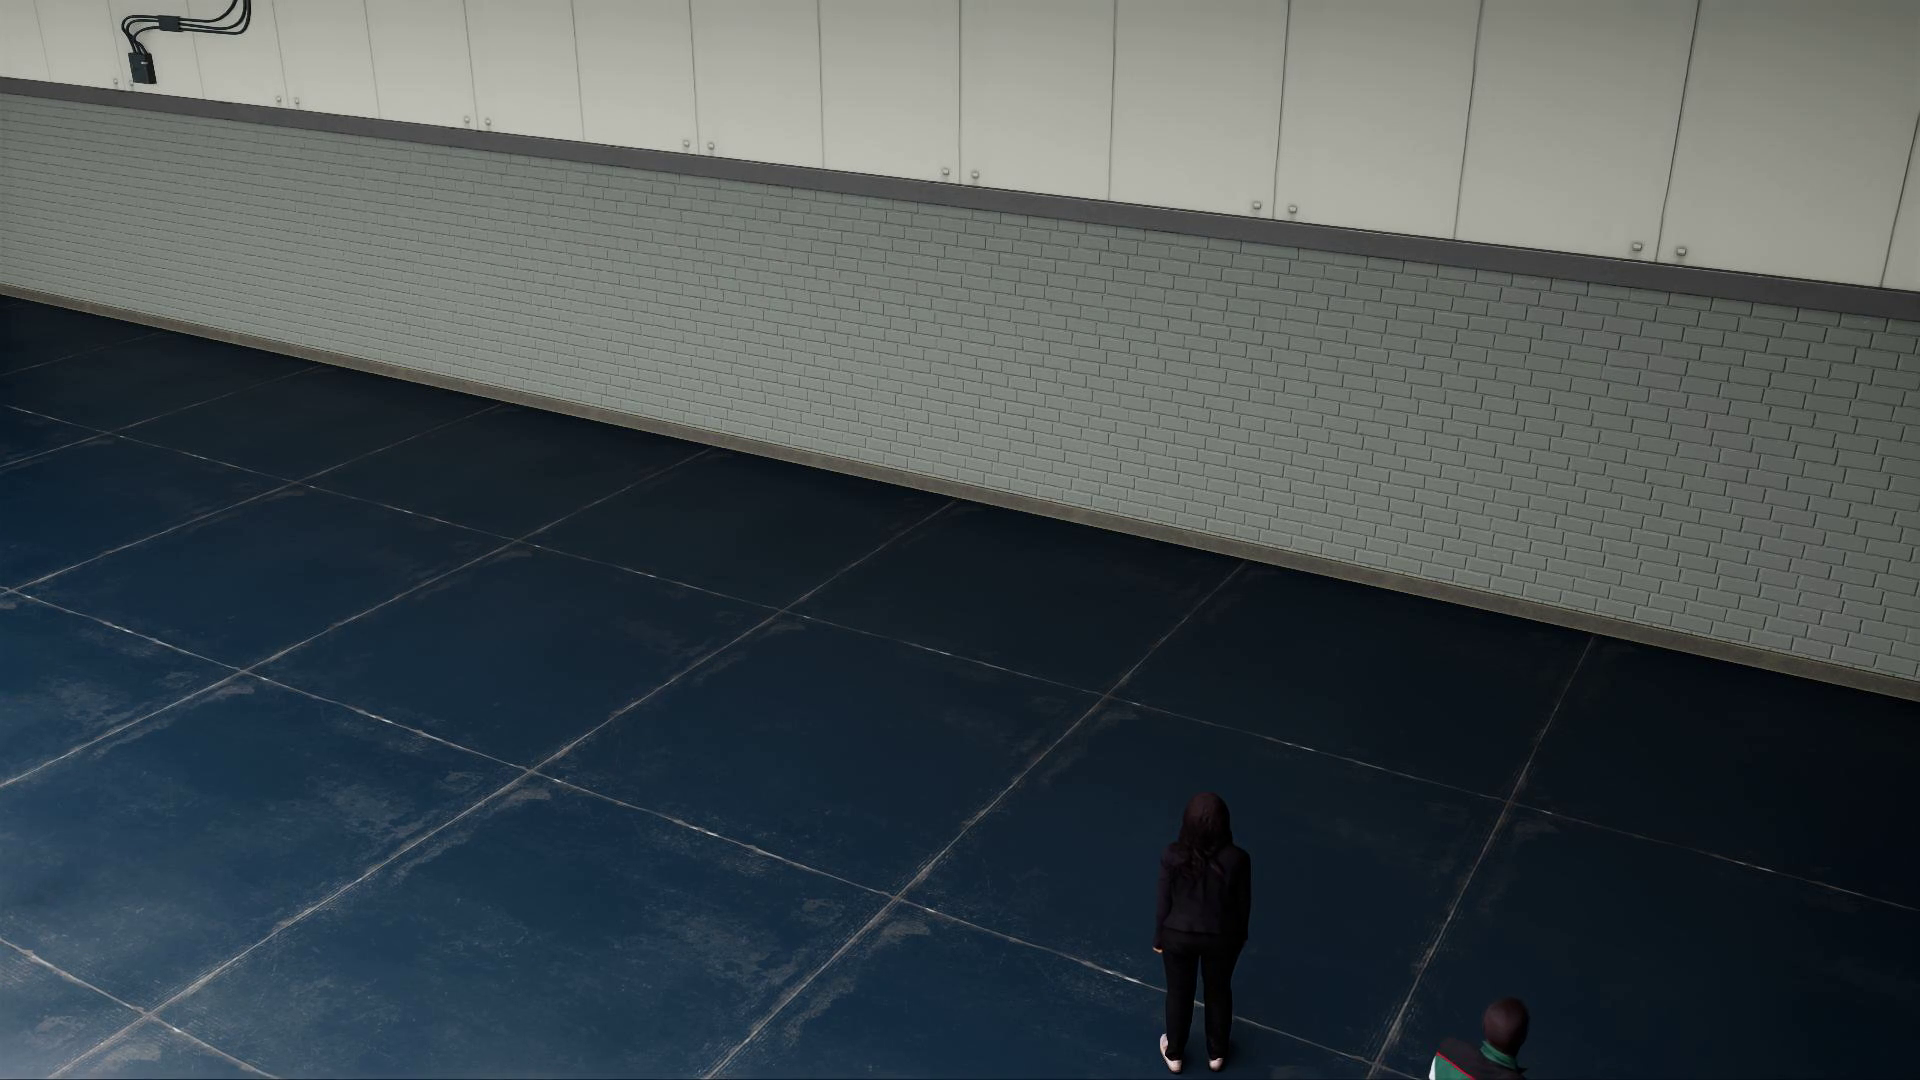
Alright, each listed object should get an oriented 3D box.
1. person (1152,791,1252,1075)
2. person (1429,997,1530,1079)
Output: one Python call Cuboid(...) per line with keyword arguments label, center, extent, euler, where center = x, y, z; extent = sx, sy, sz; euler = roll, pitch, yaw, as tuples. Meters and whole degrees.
Cuboid(label="person", center=(1.234, 2.022, 8.537), extent=(0.769, 1.616, 0.791), euler=(0, 23, 0))
Cuboid(label="person", center=(2.122, 2.635, 6.810), extent=(0.751, 1.839, 0.773), euler=(-16, 28, -32))
